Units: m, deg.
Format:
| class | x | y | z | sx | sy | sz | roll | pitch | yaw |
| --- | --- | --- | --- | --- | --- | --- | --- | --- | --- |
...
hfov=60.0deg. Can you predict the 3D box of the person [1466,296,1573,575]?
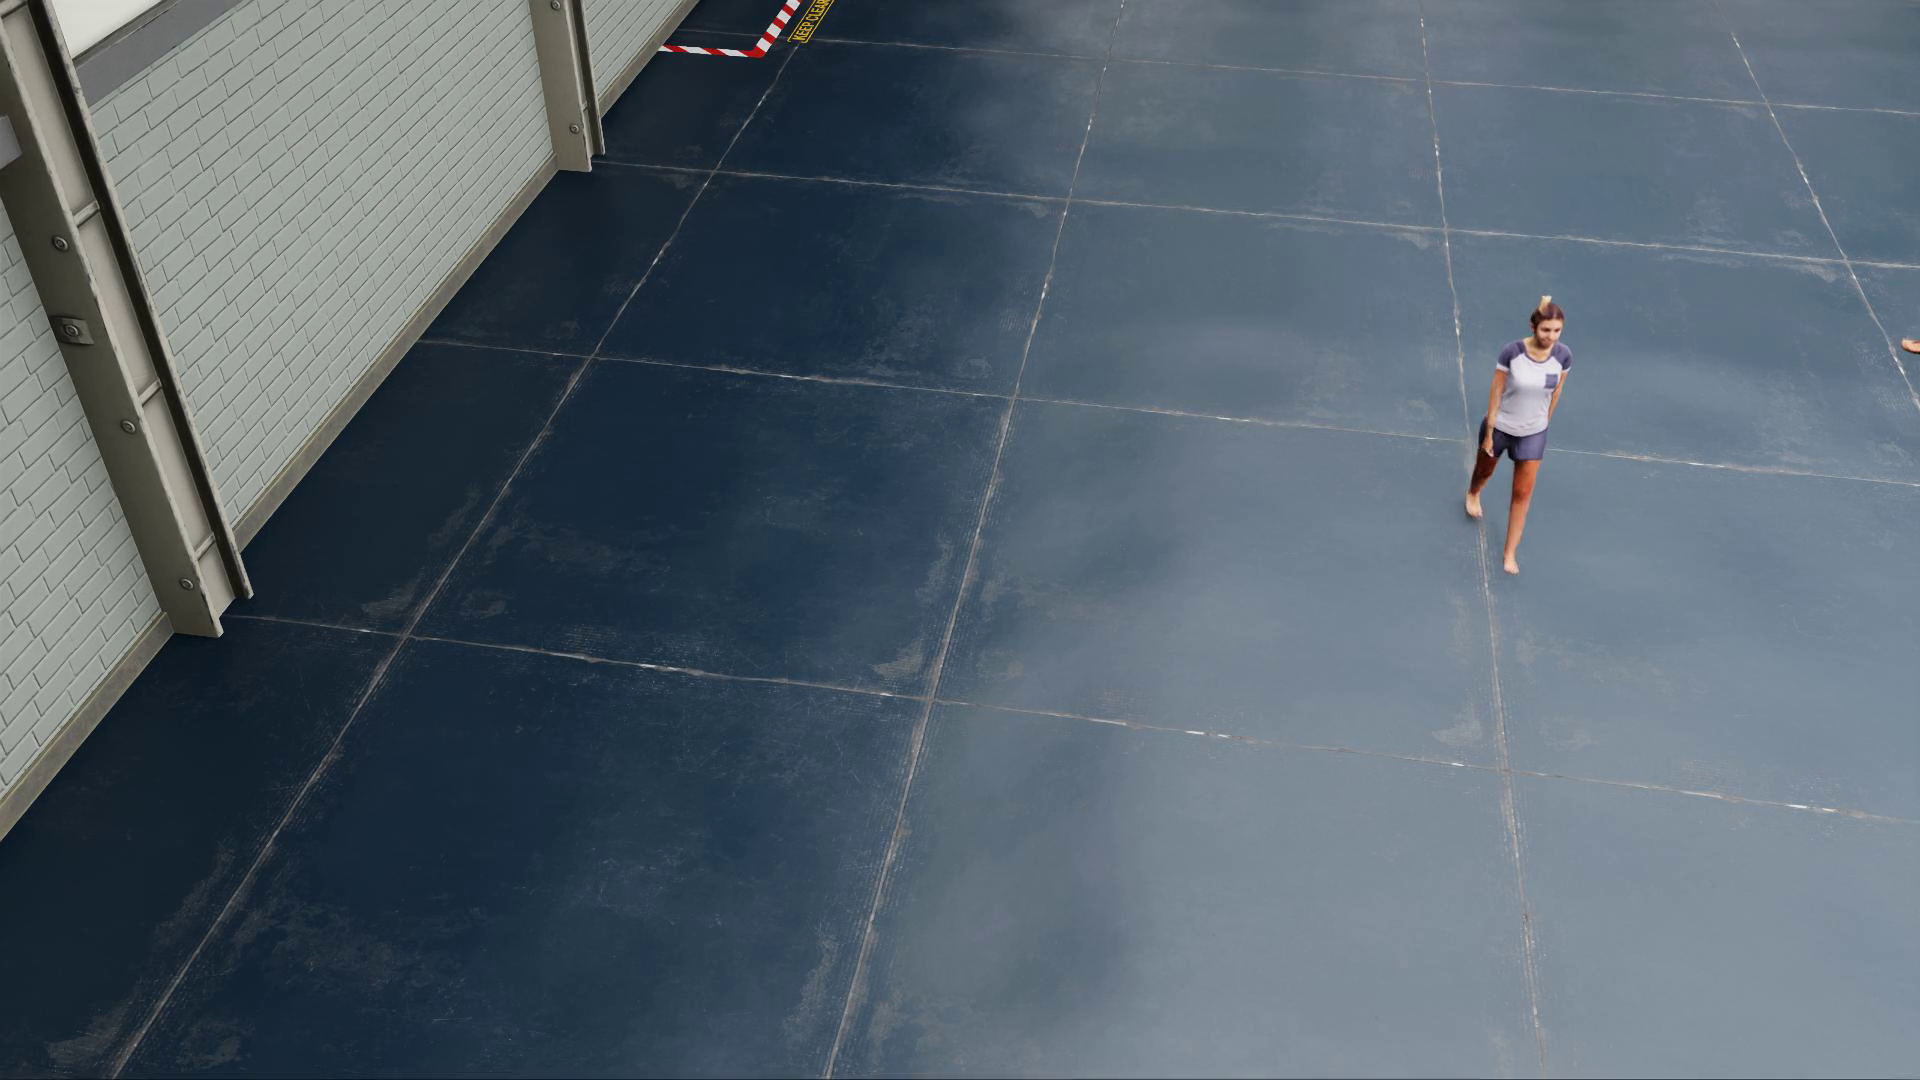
| class | x | y | z | sx | sy | sz | roll | pitch | yaw |
| --- | --- | --- | --- | --- | --- | --- | --- | --- | --- |
| person | 3.174 | -0.678 | 9.593 | 0.557 | 1.582 | 1.002 | 5 | 38 | 7 |
